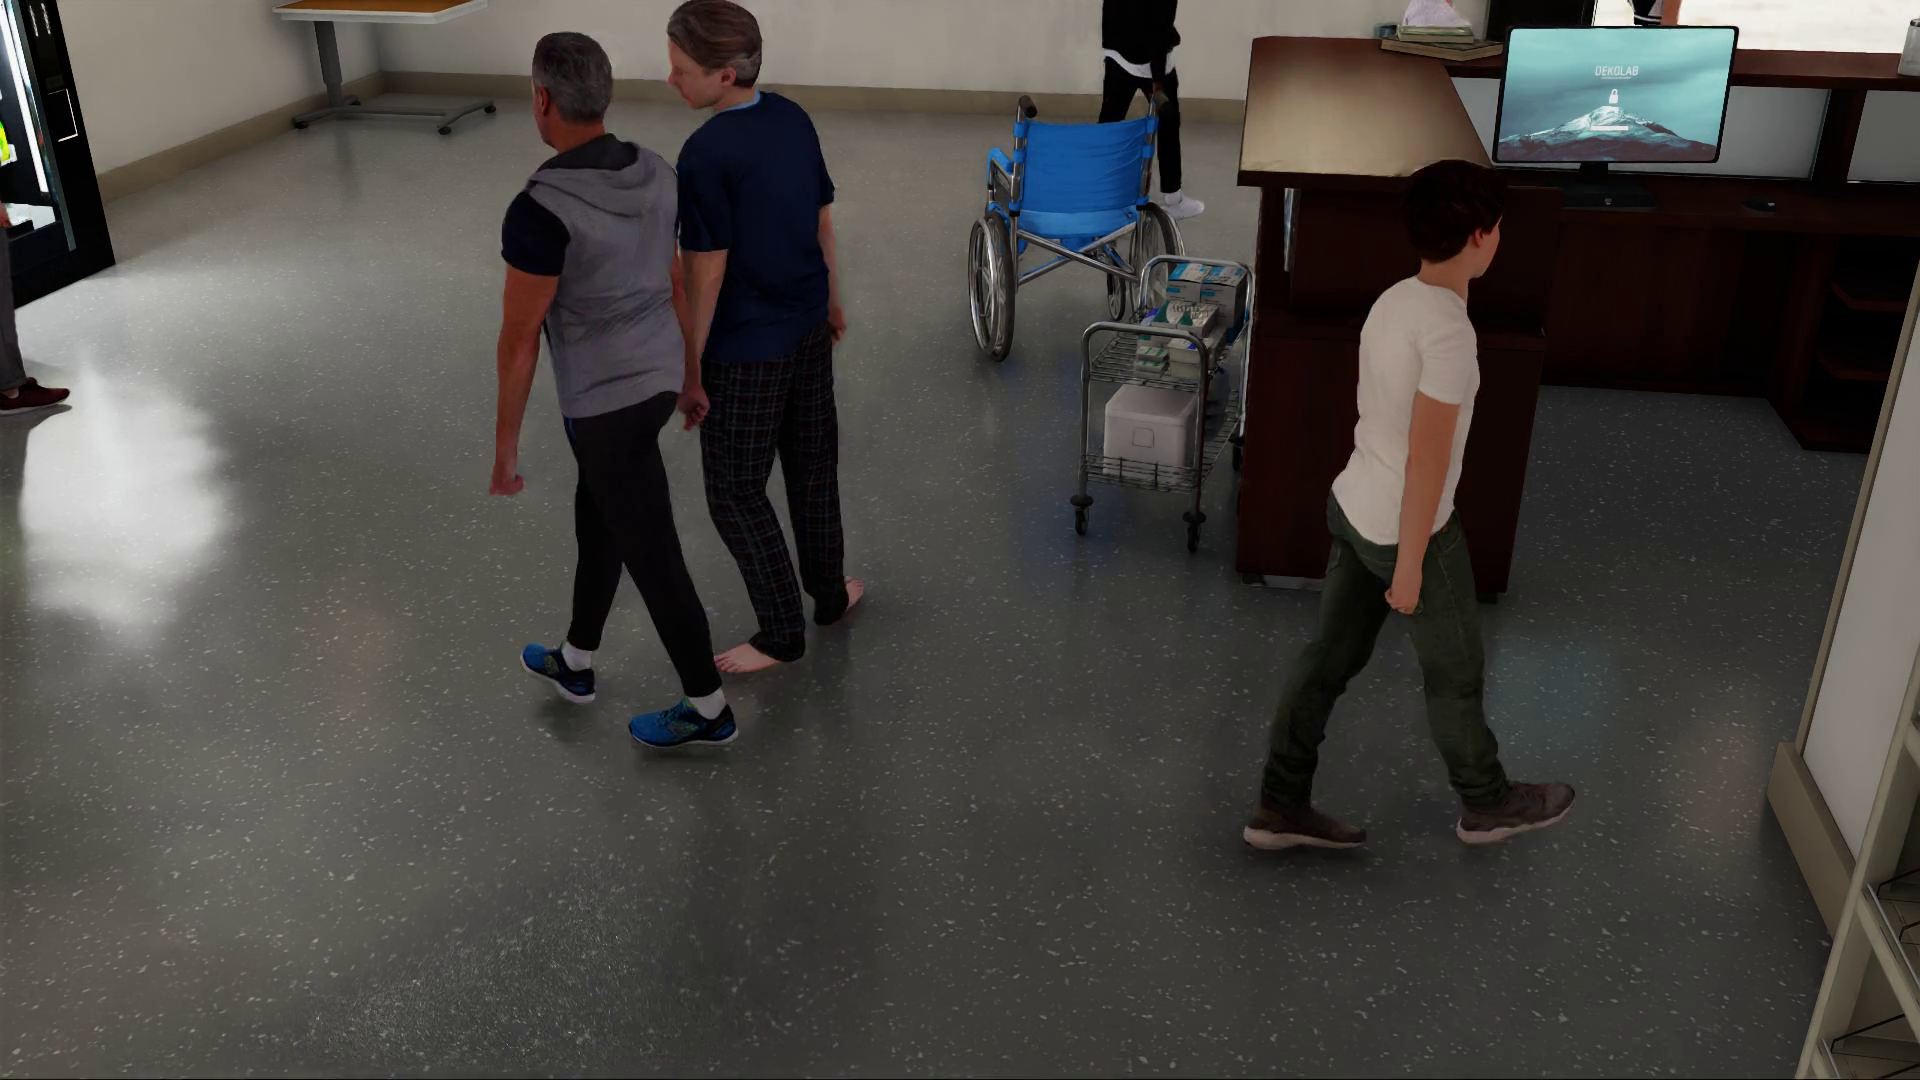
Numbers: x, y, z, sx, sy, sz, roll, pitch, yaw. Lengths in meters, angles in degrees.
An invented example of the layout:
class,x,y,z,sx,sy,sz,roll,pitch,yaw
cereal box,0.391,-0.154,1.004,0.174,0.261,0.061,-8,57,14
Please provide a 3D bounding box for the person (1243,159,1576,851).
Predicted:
class,x,y,z,sx,sy,sz,roll,pitch,yaw
person,0.888,-0.002,3.717,0.854,1.618,1.030,-2,26,-5

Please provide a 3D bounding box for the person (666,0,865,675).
class,x,y,z,sx,sy,sz,roll,pitch,yaw
person,-0.468,-0.558,4.615,0.737,1.839,0.941,-19,32,-34

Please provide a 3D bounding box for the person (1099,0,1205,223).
class,x,y,z,sx,sy,sz,roll,pitch,yaw
person,0.842,-2.444,8.597,1.290,1.778,1.184,-20,32,-35

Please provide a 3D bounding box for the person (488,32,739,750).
class,x,y,z,sx,sy,sz,roll,pitch,yaw
person,-0.761,-0.301,4.156,1.007,1.776,1.007,9,27,18
